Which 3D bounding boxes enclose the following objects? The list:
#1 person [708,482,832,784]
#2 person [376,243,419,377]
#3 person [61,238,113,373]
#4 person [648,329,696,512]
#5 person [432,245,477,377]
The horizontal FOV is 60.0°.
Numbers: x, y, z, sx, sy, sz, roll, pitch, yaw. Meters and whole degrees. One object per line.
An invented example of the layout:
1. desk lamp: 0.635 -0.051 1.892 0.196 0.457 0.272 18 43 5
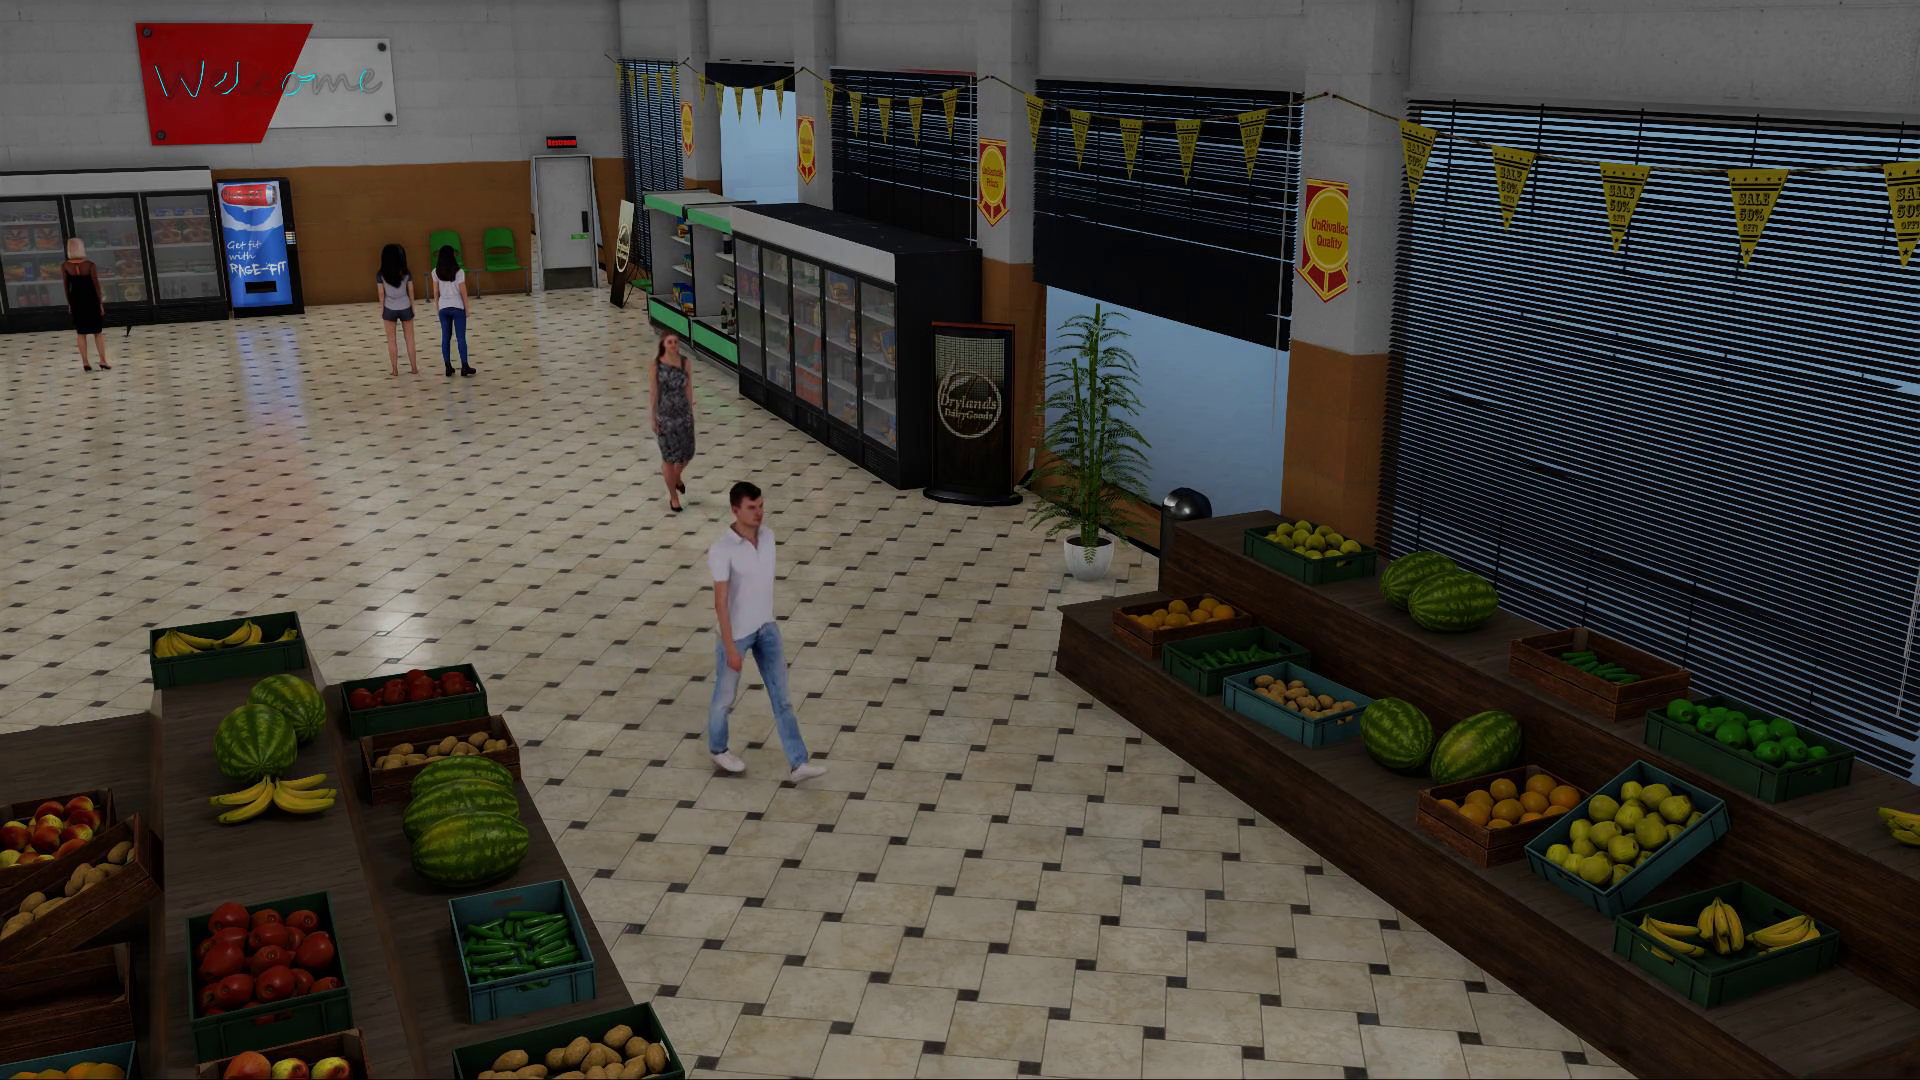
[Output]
1. person: -1.321 0.547 9.756 1.221 1.807 0.969 14 22 38
2. person: -7.313 -2.998 21.602 0.590 1.706 0.524 -8 19 -25
3. person: -11.481 -3.081 21.811 0.640 1.744 0.606 -2 17 -8
4. person: -2.712 -1.134 15.489 0.572 1.691 0.750 -8 19 -25
5. person: -6.562 -2.950 21.483 0.682 1.685 0.698 2 17 8
